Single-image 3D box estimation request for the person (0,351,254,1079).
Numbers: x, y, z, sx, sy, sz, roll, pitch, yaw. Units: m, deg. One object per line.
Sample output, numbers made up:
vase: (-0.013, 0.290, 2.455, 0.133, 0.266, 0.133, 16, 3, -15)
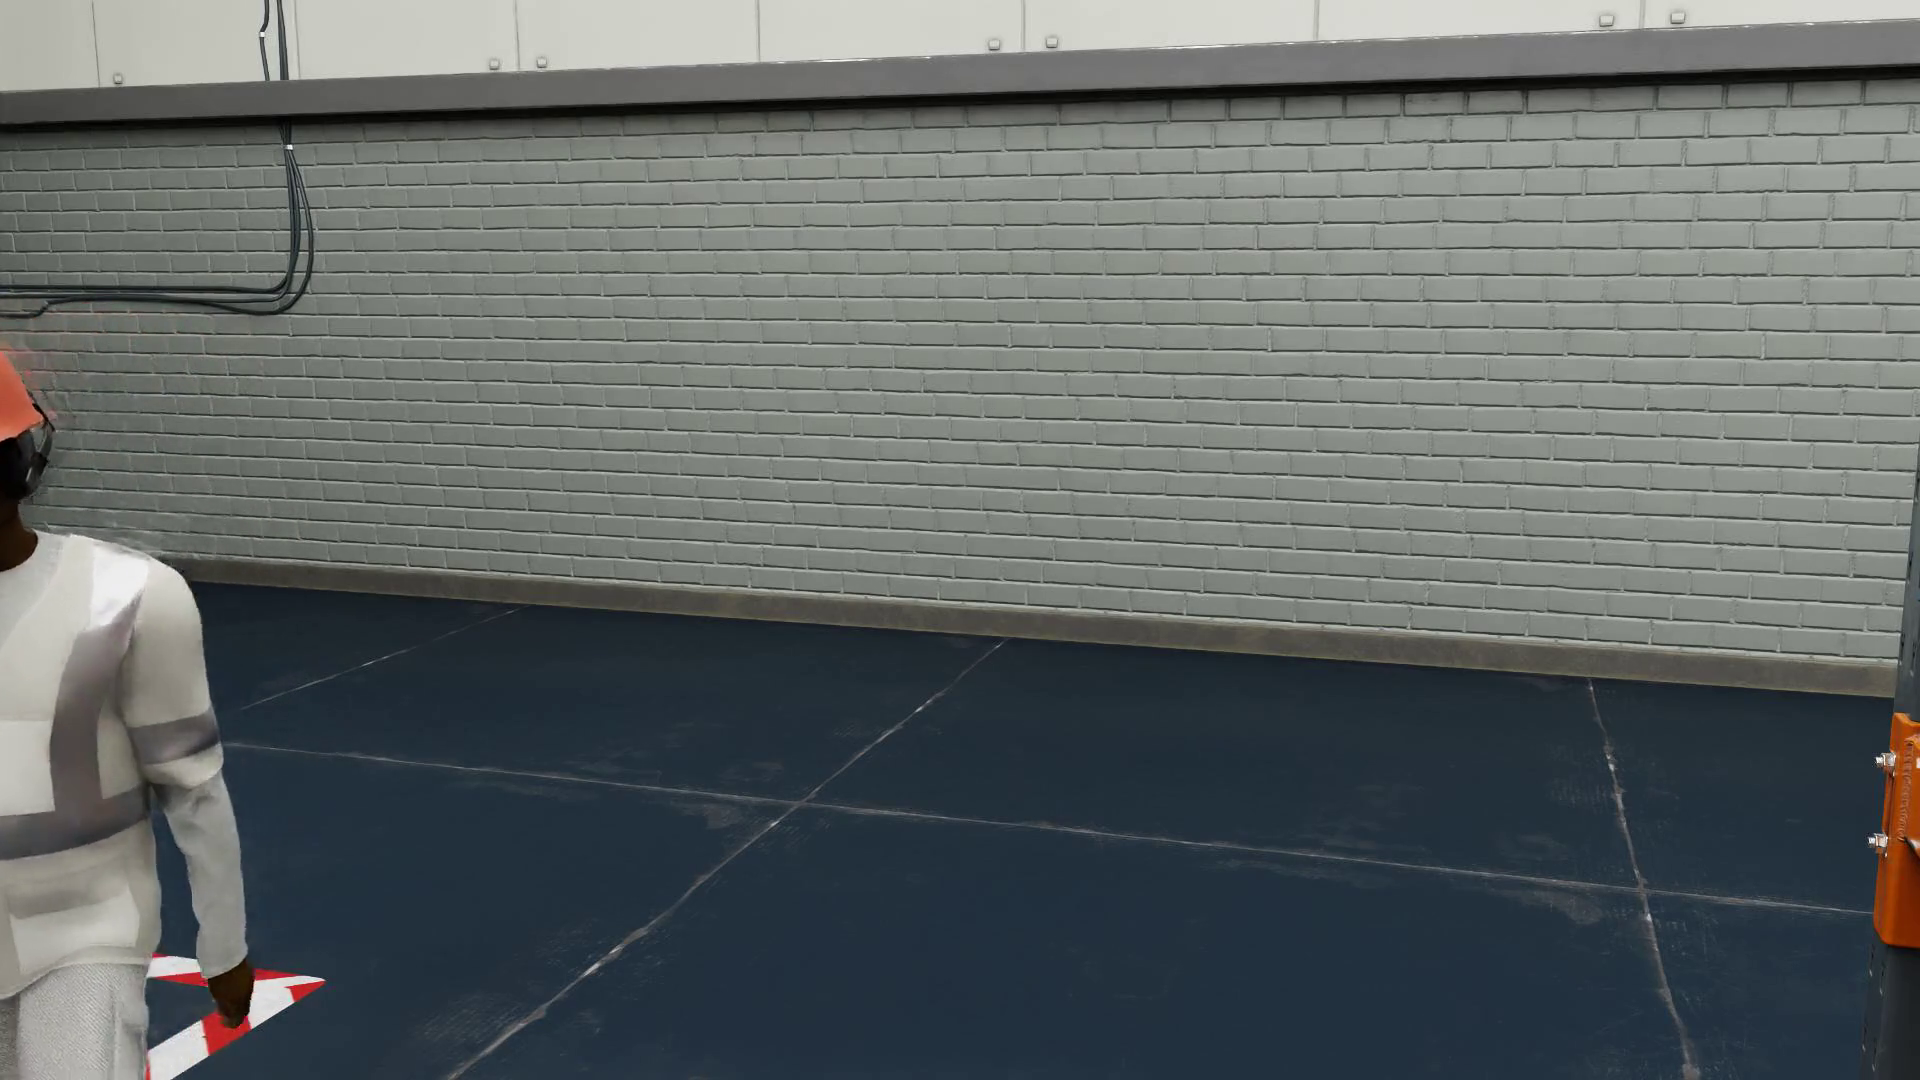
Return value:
person: (-1.501, 0.652, 2.637, 0.603, 1.972, 1.096, 0, 10, -2)
